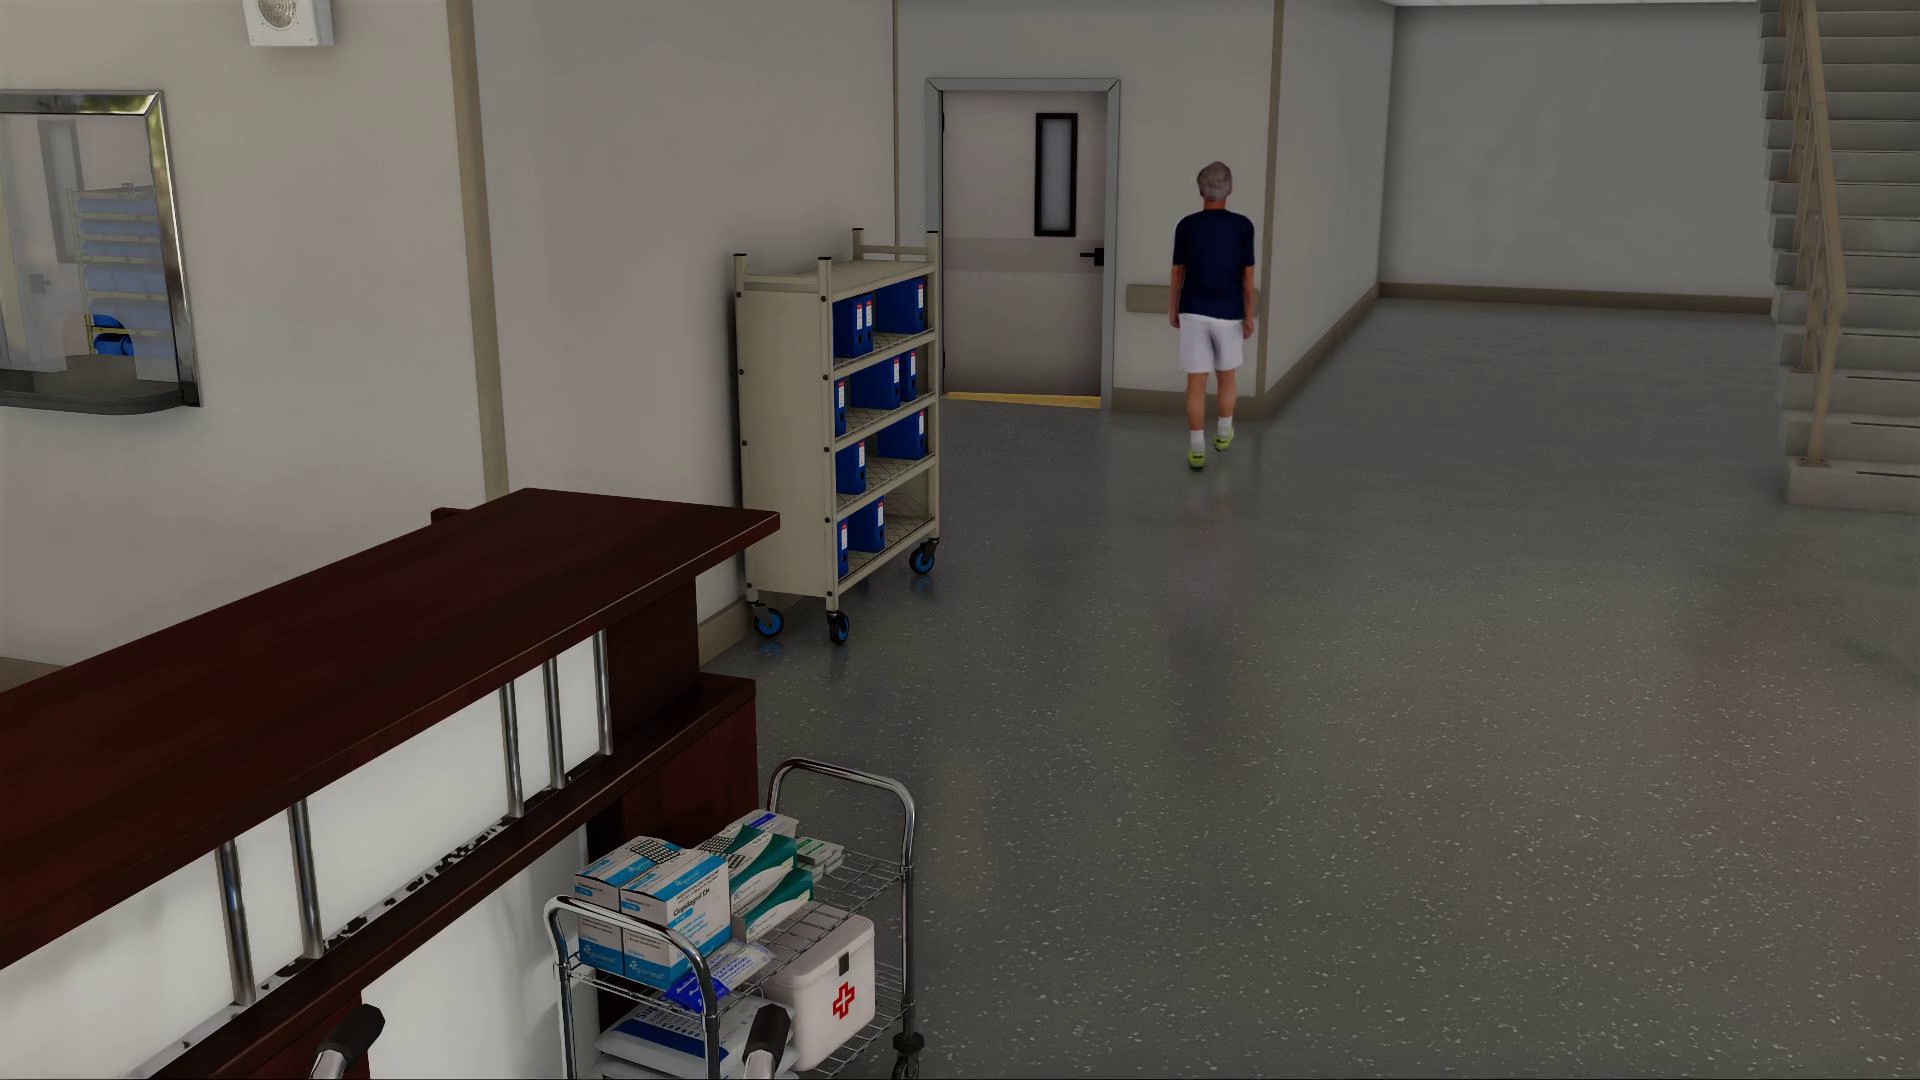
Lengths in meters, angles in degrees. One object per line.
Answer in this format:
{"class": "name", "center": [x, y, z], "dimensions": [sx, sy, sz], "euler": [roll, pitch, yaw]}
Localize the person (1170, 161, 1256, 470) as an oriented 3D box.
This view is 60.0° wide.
{"class": "person", "center": [1.513, -1.334, 10.021], "dimensions": [0.806, 1.814, 1.028], "euler": [2, 16, 6]}
